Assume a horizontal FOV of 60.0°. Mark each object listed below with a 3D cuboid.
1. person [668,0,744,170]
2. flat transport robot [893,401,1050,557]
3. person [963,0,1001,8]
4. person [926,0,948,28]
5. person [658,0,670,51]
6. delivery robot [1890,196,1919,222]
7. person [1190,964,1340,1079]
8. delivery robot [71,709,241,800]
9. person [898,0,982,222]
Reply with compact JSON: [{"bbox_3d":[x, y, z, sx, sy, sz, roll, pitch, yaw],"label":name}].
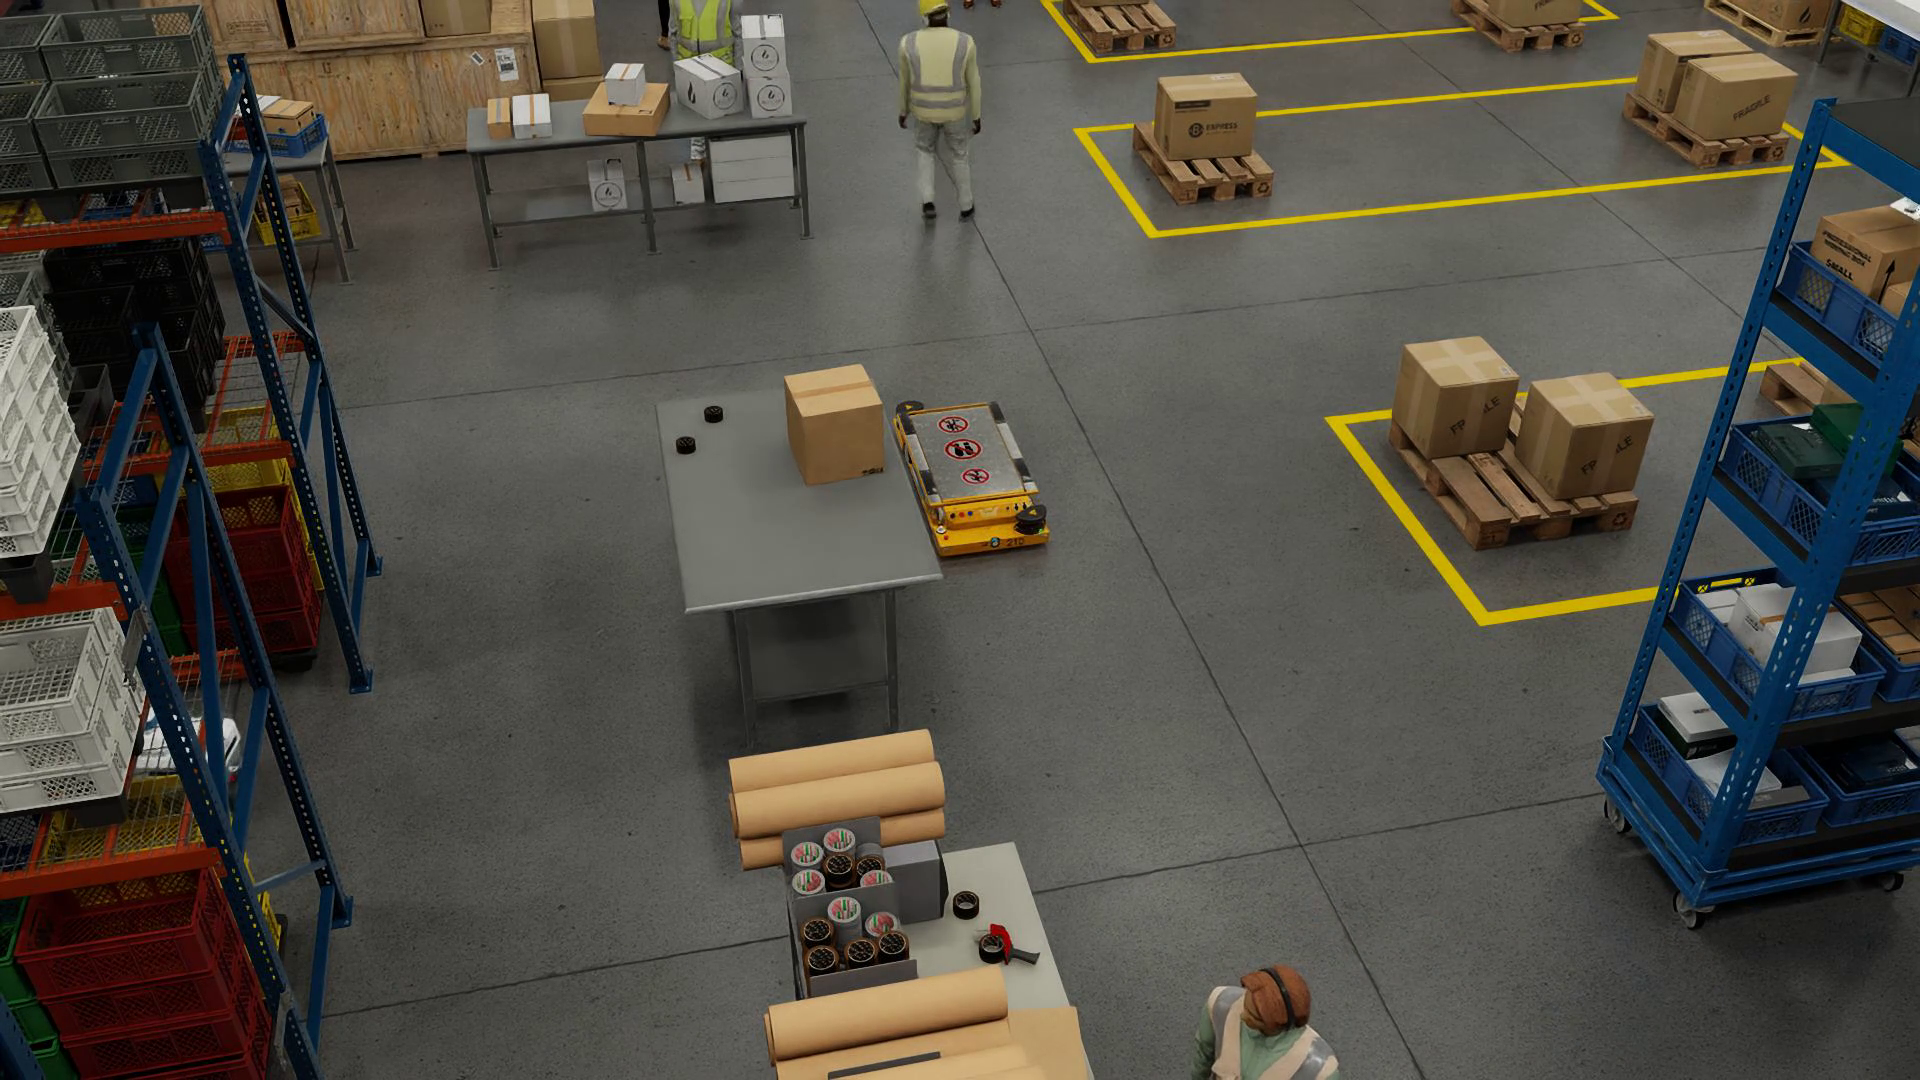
[{"bbox_3d":[-2.026,-3.820,13.361,0.625,1.841,0.429,4,37,6],"label":"person"},{"bbox_3d":[0.046,-0.430,10.108,0.652,0.197,1.431,-8,37,-10],"label":"flat transport robot"},{"bbox_3d":[0.242,-6.291,16.660,0.511,1.868,0.328,-2,37,-3],"label":"person"},{"bbox_3d":[-0.163,-5.563,15.647,0.407,1.908,0.641,-6,37,-8],"label":"person"},{"bbox_3d":[-2.765,-5.514,15.754,0.540,1.695,0.317,-15,39,-20],"label":"person"},{"bbox_3d":[7.251,-2.457,12.521,0.707,0.478,0.477,-25,43,-29],"label":"delivery robot"},{"bbox_3d":[1.010,2.003,5.702,0.515,1.636,0.314,27,44,31],"label":"person"},{"bbox_3d":[-3.789,1.009,7.862,0.707,0.478,0.477,1,37,1],"label":"delivery robot"},{"bbox_3d":[-0.158,-3.293,12.681,0.638,1.809,0.475,1,37,2],"label":"person"}]
